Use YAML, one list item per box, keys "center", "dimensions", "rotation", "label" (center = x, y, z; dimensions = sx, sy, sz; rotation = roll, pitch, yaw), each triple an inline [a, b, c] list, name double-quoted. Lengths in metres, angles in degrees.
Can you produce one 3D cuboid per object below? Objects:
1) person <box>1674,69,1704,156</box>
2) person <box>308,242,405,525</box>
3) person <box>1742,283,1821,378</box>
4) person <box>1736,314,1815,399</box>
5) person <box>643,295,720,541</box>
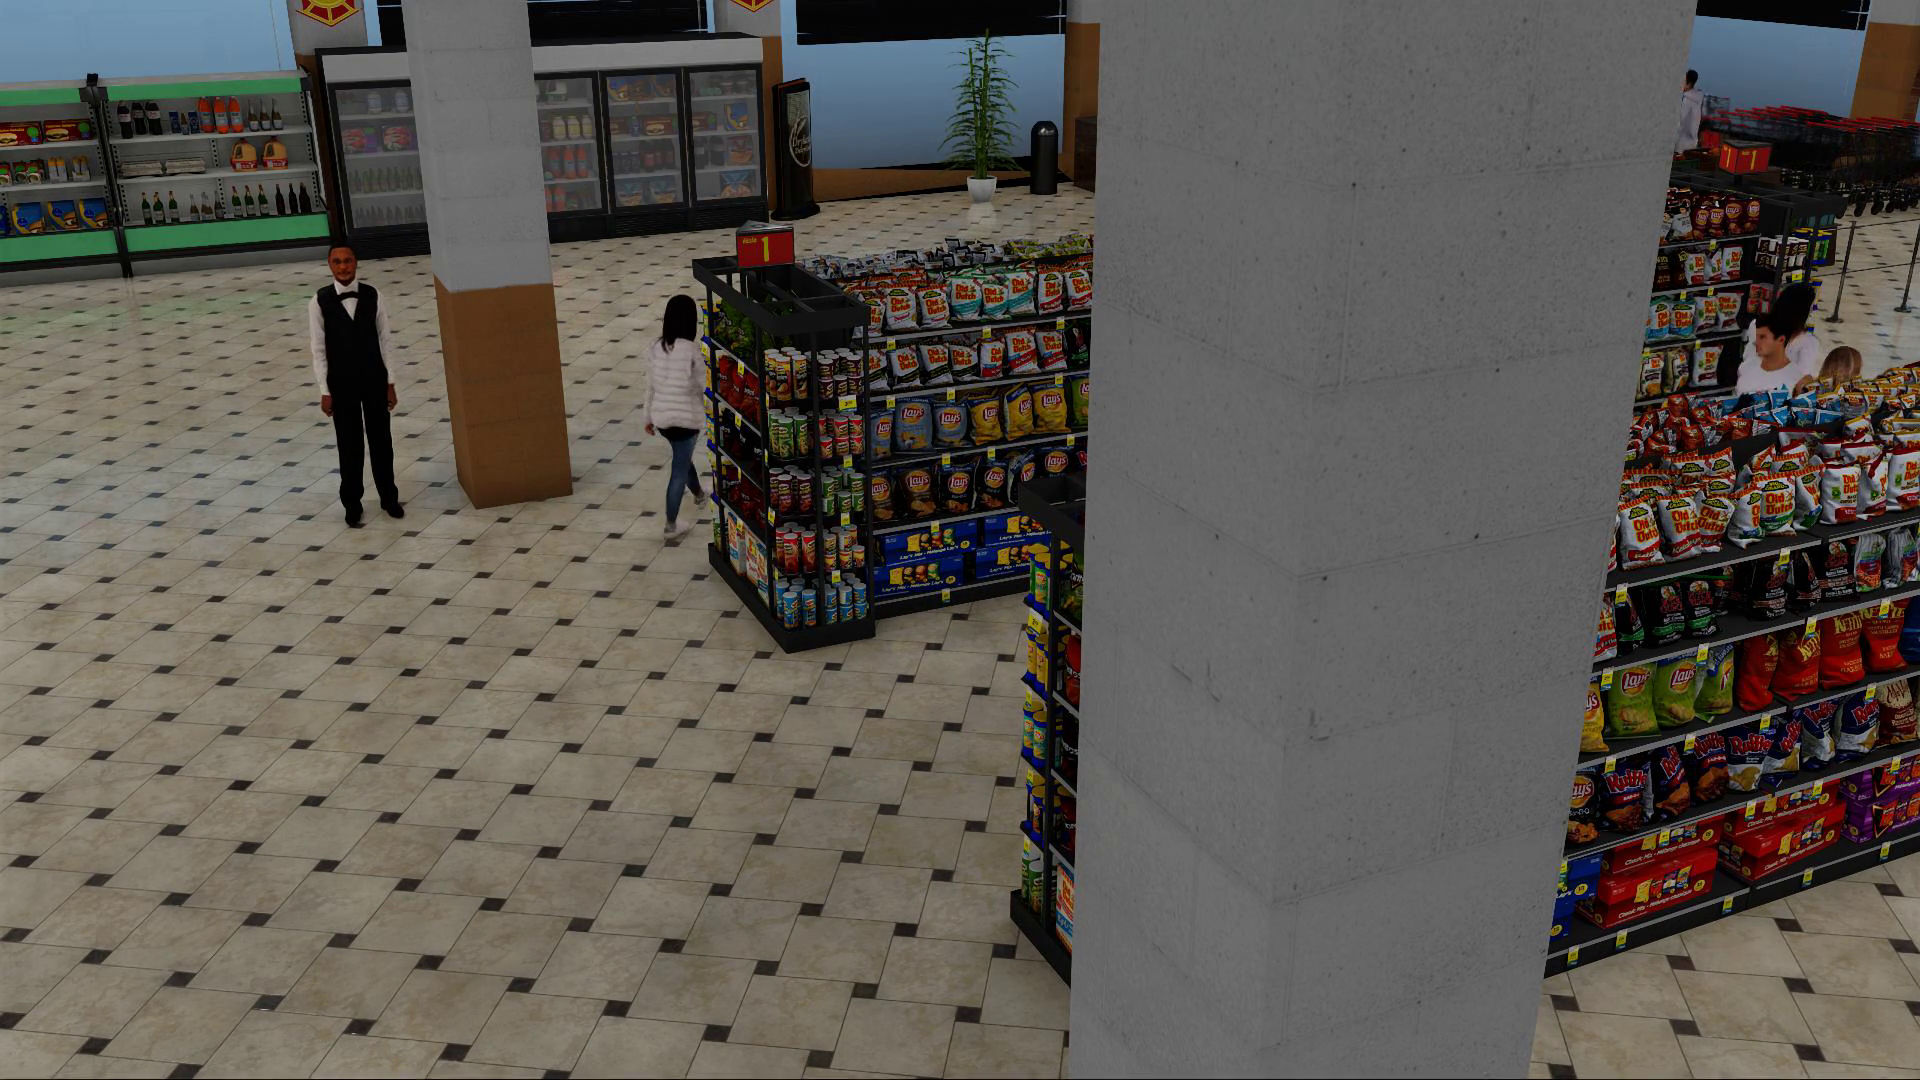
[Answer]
- center: [9.248, -4.975, 21.057]
  dimensions: [0.959, 1.900, 0.896]
  rotation: [19, 29, 39]
  label: "person"
- center: [-4.104, -1.076, 11.328]
  dimensions: [0.512, 1.919, 0.742]
  rotation: [-11, 24, -25]
  label: "person"
- center: [5.432, -0.915, 11.272]
  dimensions: [0.876, 1.663, 0.740]
  rotation: [-13, 25, -30]
  label: "person"
- center: [4.922, -0.484, 10.086]
  dimensions: [1.147, 1.747, 0.745]
  rotation: [-13, 25, -29]
  label: "person"
- center: [-1.899, -0.781, 11.016]
  dimensions: [1.000, 1.604, 1.093]
  rotation: [9, 24, 22]
  label: "person"
